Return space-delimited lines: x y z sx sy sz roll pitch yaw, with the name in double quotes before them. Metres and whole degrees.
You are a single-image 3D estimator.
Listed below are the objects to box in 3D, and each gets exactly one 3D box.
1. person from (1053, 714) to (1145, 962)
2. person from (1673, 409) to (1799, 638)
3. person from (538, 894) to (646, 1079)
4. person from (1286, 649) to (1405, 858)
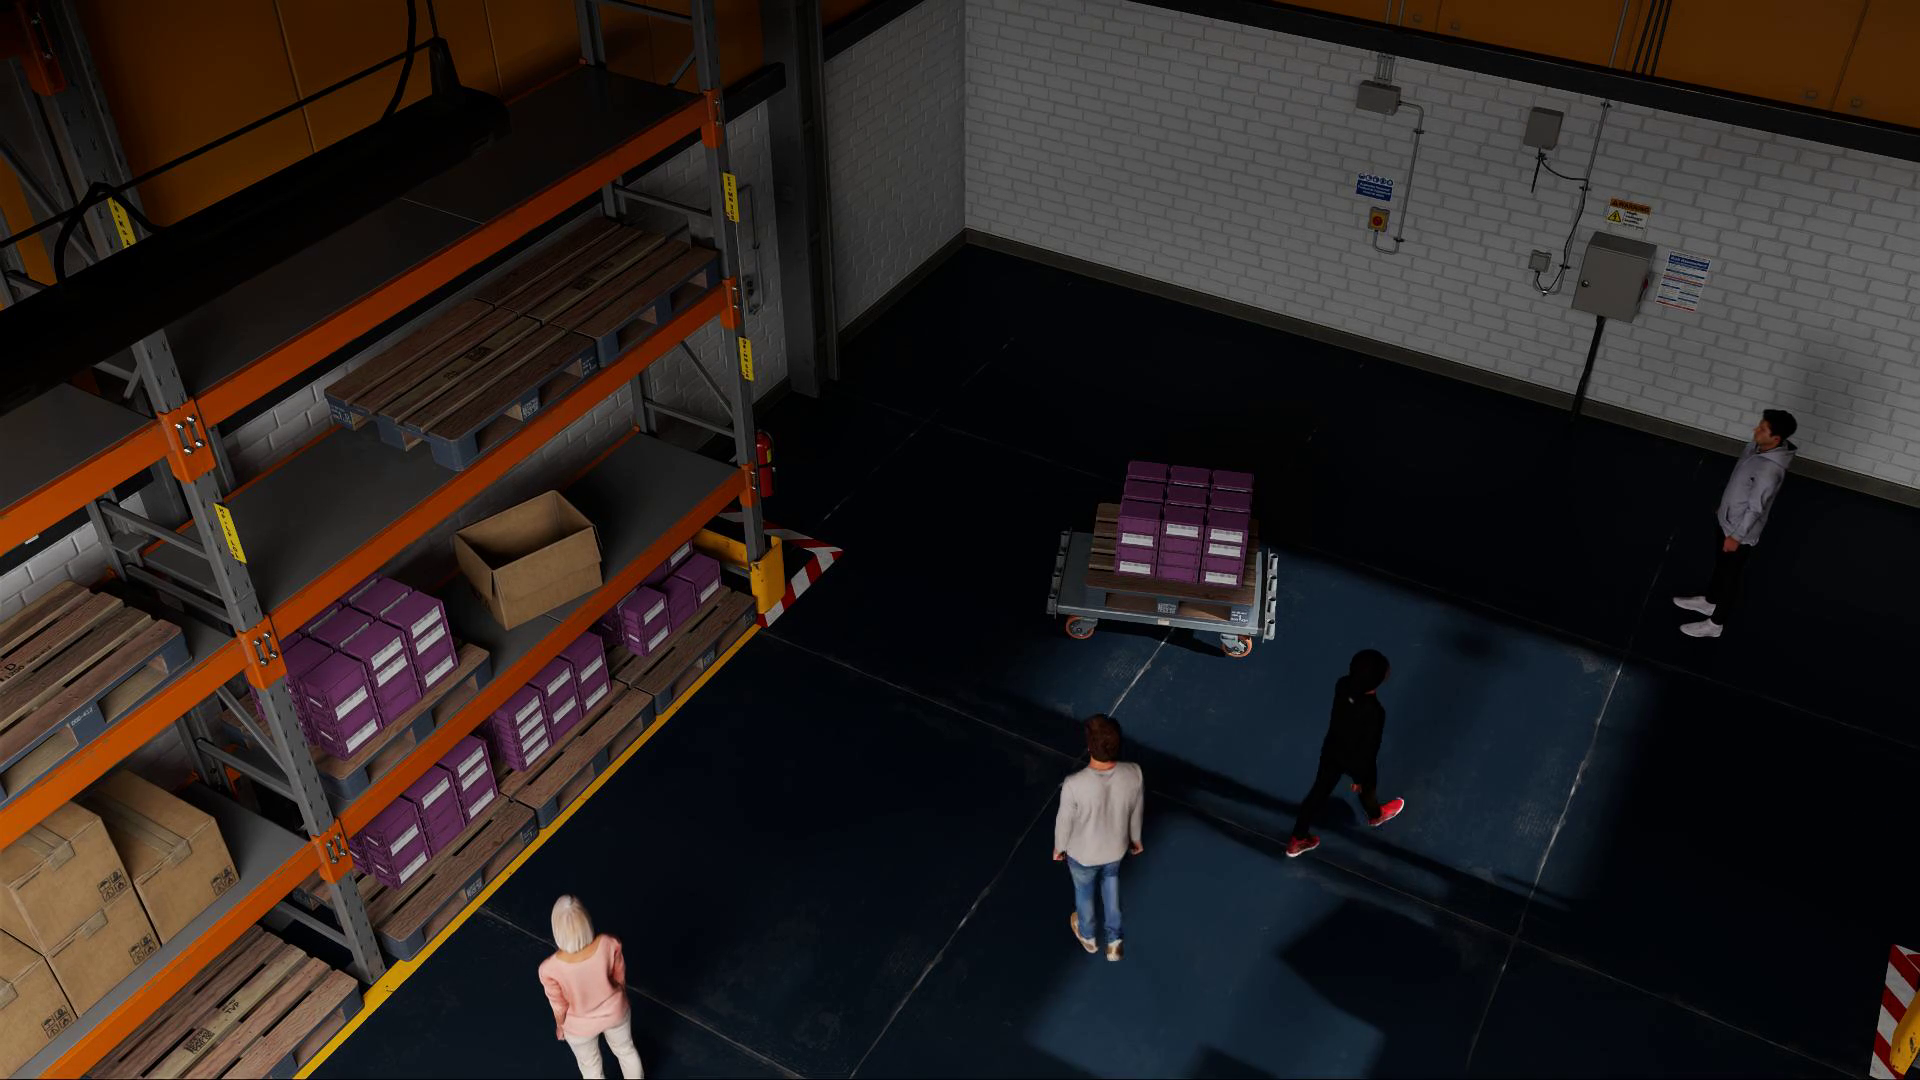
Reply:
"person" 0.820 1.791 9.500 0.907 1.894 0.967 -9 40 -12
"person" 5.589 -0.134 11.883 0.817 1.929 0.672 6 39 8
"person" -1.931 2.484 8.768 0.612 1.724 0.735 -22 44 -25
"person" 2.325 1.361 10.252 1.184 1.626 0.970 -20 43 -23
